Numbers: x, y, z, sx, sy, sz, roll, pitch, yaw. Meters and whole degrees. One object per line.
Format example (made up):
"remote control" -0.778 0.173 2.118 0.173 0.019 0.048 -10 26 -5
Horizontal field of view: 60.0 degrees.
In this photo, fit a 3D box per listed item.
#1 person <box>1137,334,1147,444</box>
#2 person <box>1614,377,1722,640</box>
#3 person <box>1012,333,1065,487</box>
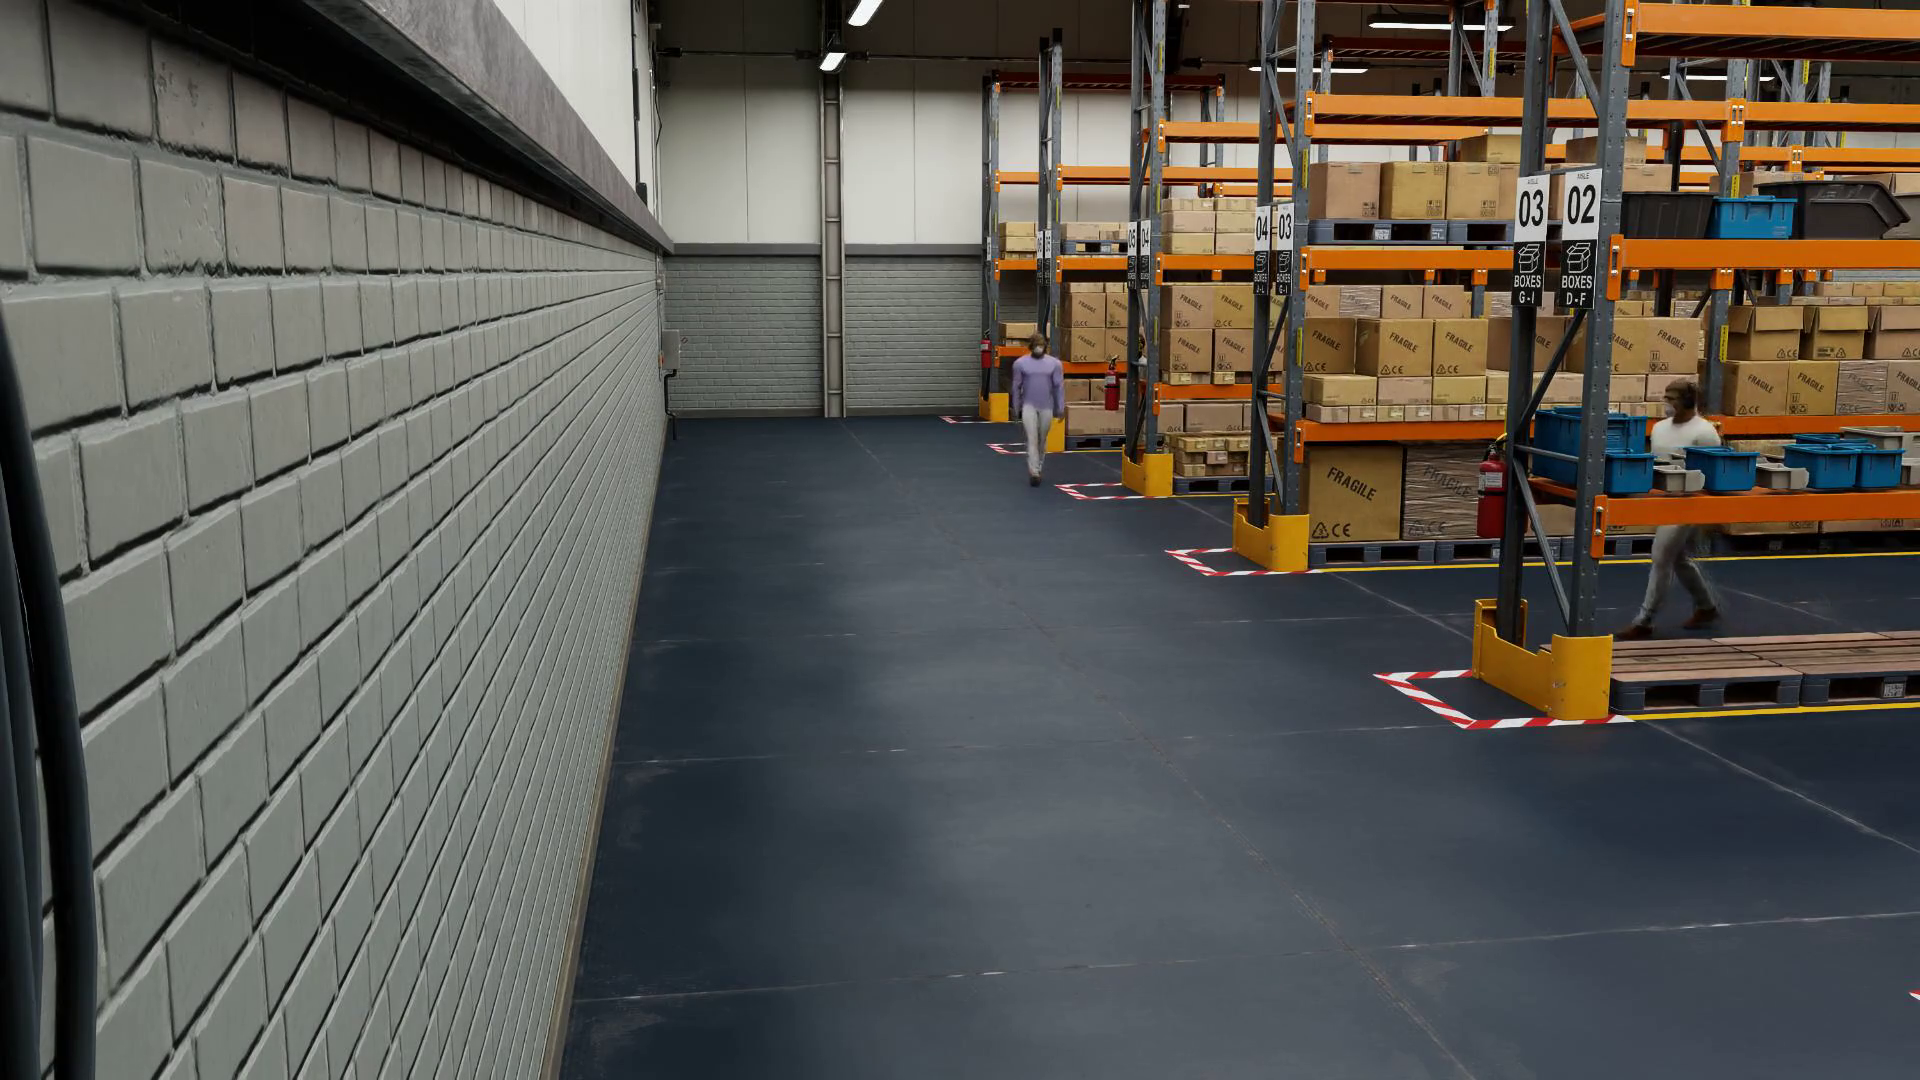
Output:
"person" 2.257 -1.684 21.105 0.324 1.859 0.516 -1 9 -6
"person" 5.214 -0.235 12.050 0.972 1.902 0.643 -2 9 -13
"person" 0.978 -1.635 20.723 0.648 1.889 1.014 -1 9 -4
